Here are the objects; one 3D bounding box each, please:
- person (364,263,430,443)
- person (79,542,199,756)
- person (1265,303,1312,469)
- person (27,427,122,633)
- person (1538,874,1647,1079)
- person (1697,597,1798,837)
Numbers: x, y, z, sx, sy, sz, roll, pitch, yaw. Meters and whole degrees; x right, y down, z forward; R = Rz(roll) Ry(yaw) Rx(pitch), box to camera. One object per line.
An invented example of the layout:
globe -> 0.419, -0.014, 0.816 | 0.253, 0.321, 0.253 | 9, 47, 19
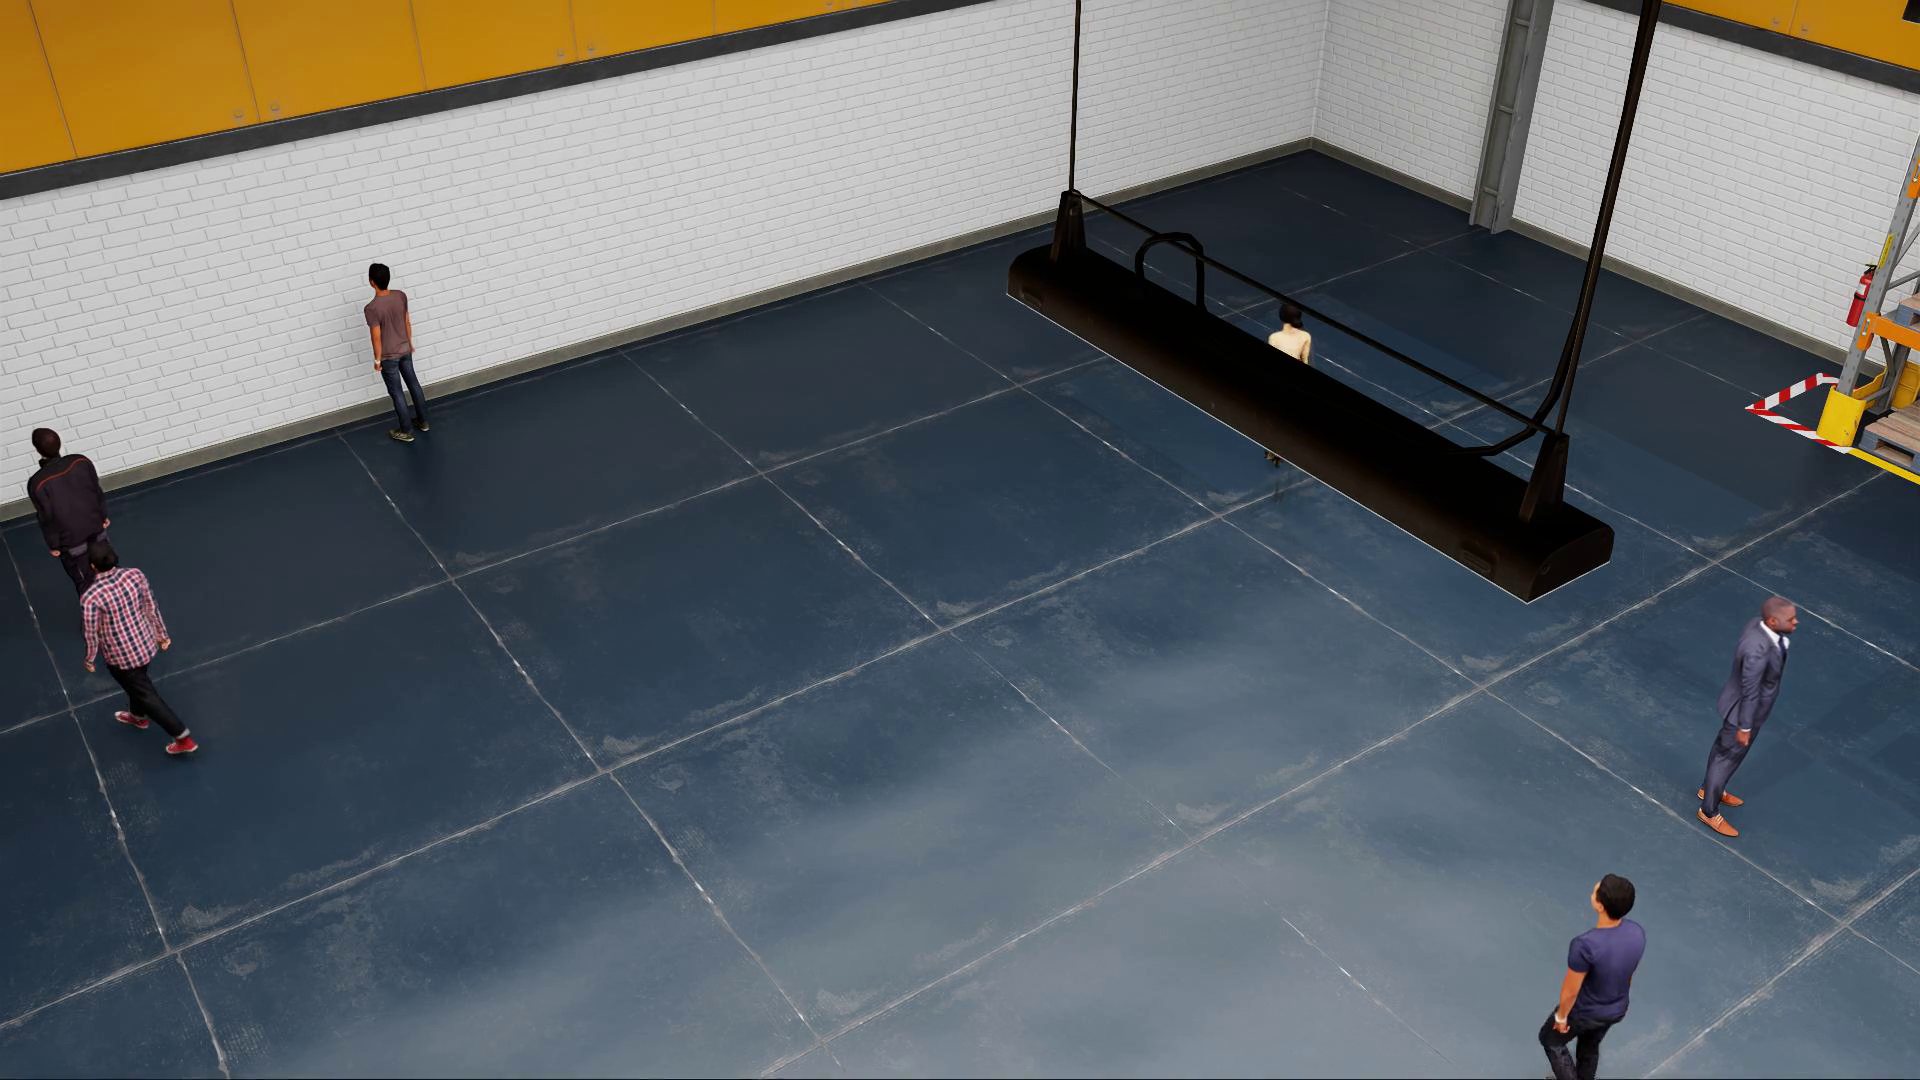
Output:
person -> -5.315, -1.777, 15.659 | 0.683, 1.779, 0.706 | 19, 38, 26
person -> -5.857, 0.803, 11.819 | 1.221, 1.732, 1.091 | 11, 35, 16
person -> 2.969, -1.369, 15.167 | 0.700, 1.645, 0.751 | 0, 34, 0
person -> -6.903, -0.065, 13.031 | 0.751, 1.838, 0.797 | 16, 37, 23
person -> 3.510, 2.599, 9.074 | 0.762, 1.781, 0.822 | -10, 35, -15
person -> 5.297, 1.140, 11.231 | 0.777, 1.824, 0.784 | 16, 37, 23
